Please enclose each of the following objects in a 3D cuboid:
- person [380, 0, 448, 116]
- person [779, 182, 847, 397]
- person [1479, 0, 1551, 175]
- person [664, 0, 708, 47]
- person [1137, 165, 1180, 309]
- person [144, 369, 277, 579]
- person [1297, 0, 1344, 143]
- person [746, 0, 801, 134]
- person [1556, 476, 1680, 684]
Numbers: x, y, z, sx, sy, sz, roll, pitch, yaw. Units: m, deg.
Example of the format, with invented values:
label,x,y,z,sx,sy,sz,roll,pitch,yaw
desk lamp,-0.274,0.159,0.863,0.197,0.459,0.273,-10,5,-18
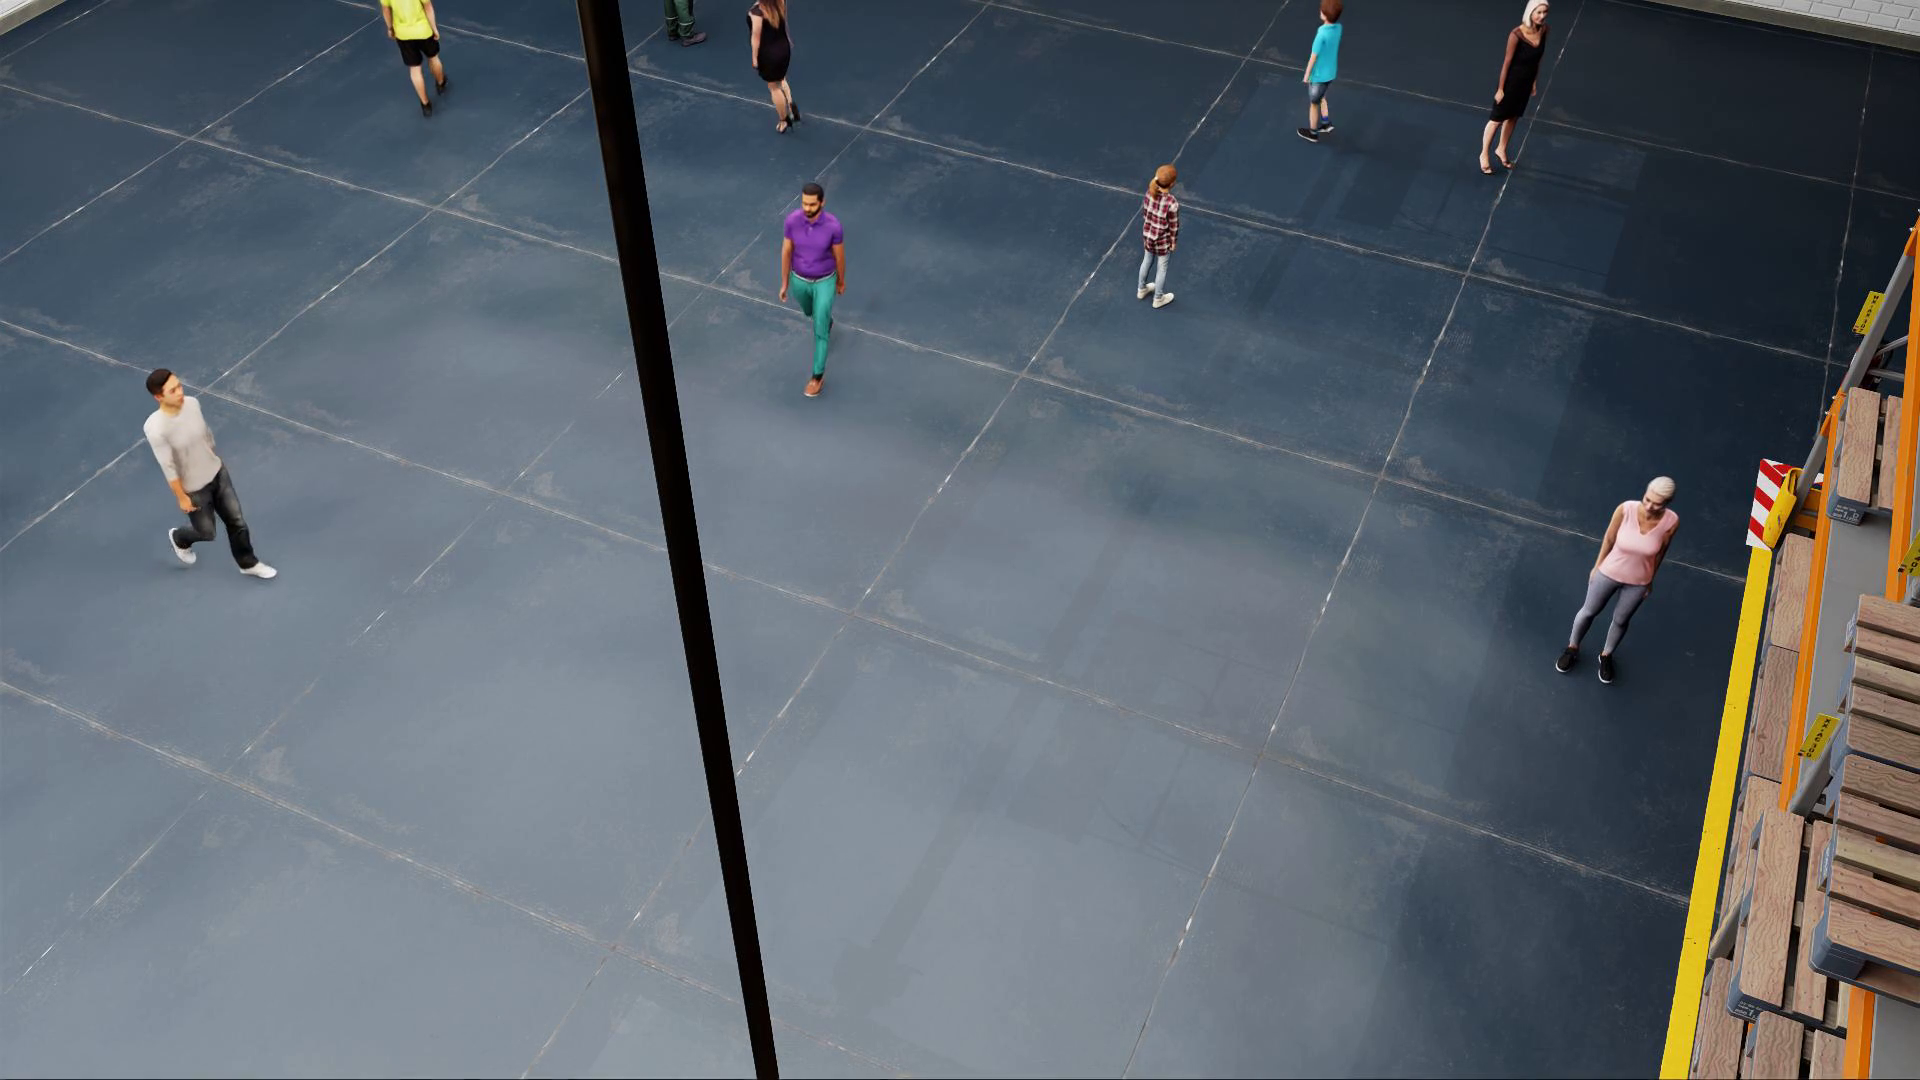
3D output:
label,x,y,z,sx,sy,sz,roll,pitch,yaw
person,-5.343,-4.963,16.241,0.945,1.686,1.042,-7,44,-8
person,-1.136,-2.107,13.210,0.803,1.731,1.251,10,44,10
person,5.162,-4.235,15.433,0.655,1.746,0.724,-17,46,-17
person,-2.986,-6.060,17.281,0.755,1.840,0.720,33,52,30
person,1.672,-2.568,14.004,0.602,1.303,0.591,-32,52,-29
person,-5.292,-0.426,11.402,0.741,1.791,0.913,14,45,15
person,3.523,-4.473,15.901,0.599,1.445,0.687,-33,53,-30
person,-1.718,-4.606,15.861,0.757,1.693,0.600,25,49,24
person,4.303,0.217,10.779,0.567,1.721,0.525,16,46,16
